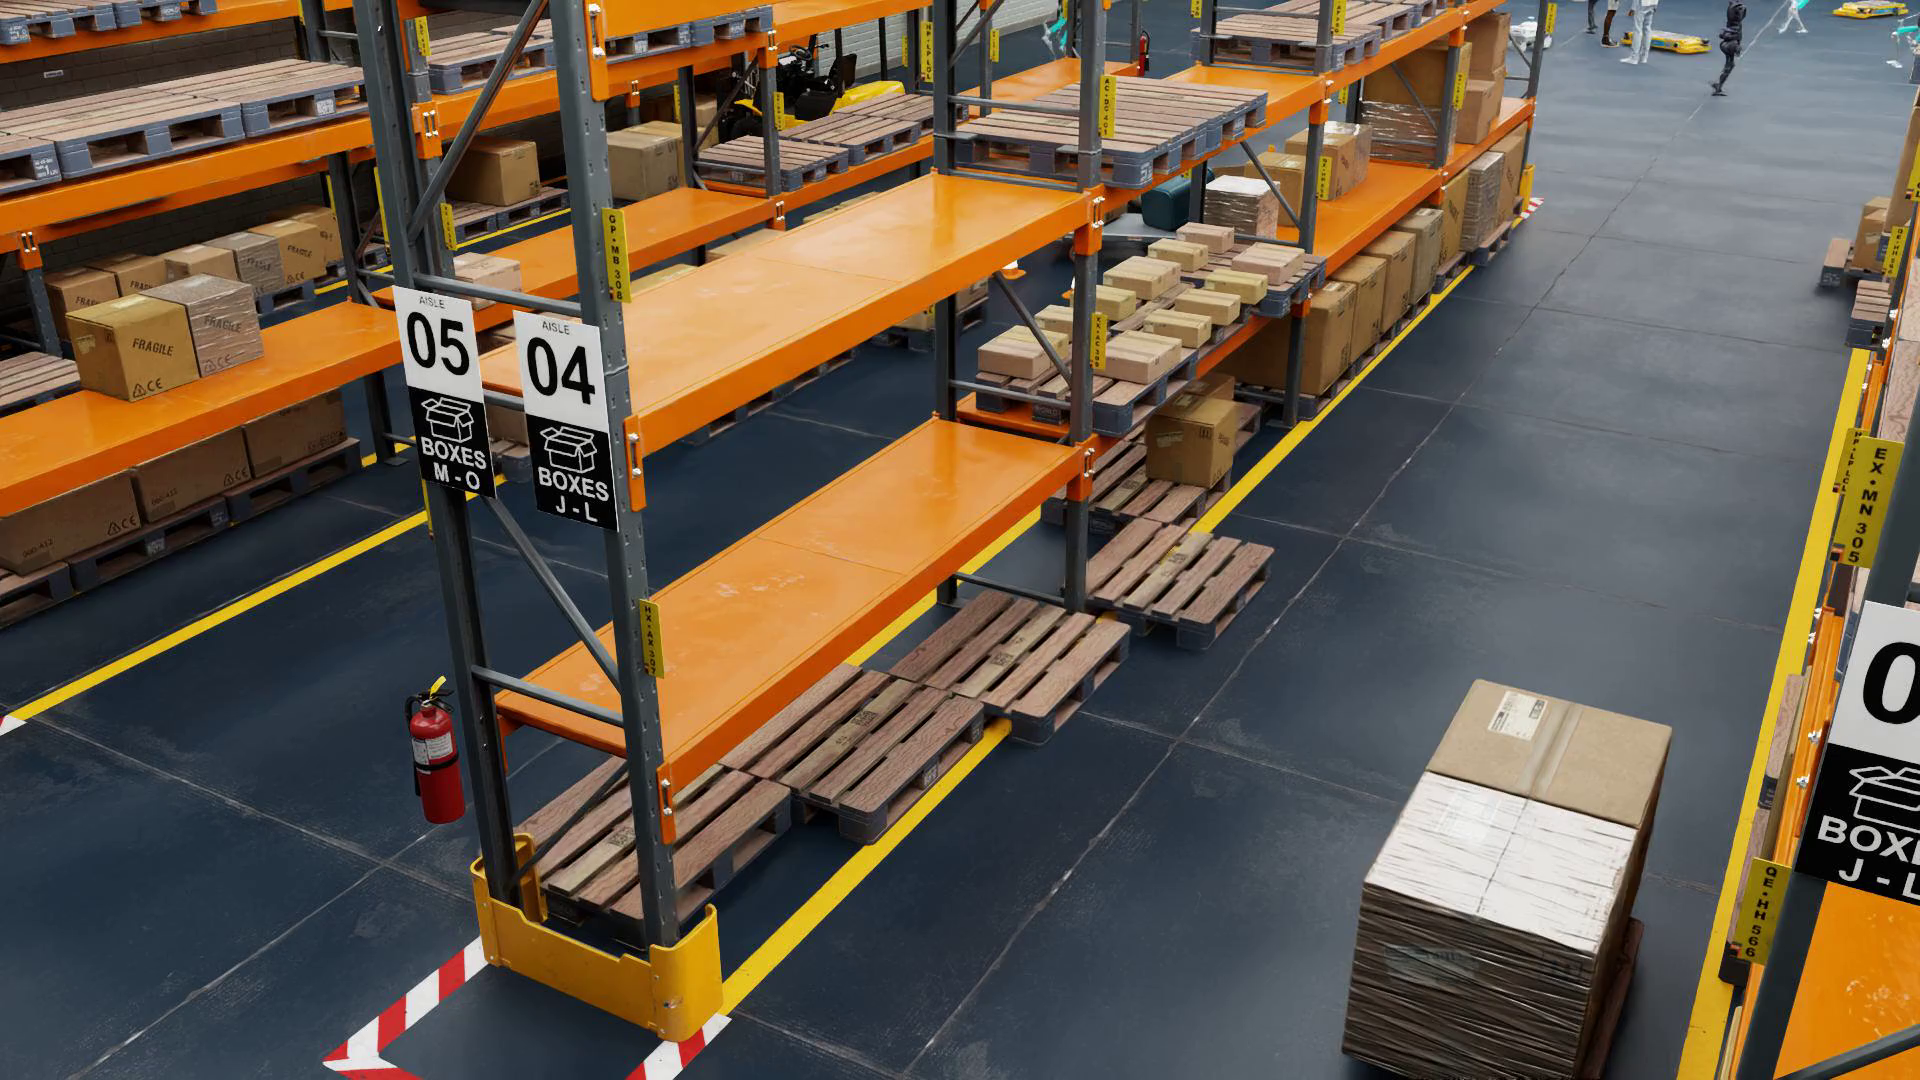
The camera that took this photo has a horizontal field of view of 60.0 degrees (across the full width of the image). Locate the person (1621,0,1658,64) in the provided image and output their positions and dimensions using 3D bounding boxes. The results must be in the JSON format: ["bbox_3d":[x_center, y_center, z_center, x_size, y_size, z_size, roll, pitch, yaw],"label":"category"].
[{"bbox_3d":[11.705,-9.130,28.414,0.595,1.916,0.373,-13,29,-25],"label":"person"}]

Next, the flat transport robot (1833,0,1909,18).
[{"bbox_3d":[18.457,-10.746,33.670,1.431,0.231,0.659,-13,28,-24],"label":"flat transport robot"}]

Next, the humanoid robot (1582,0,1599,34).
[{"bbox_3d":[11.972,-10.401,31.328,0.601,1.654,0.328,-20,32,-36],"label":"humanoid robot"}]

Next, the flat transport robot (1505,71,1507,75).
[{"bbox_3d":[8.329,-7.885,27.727,1.431,0.231,0.659,2,26,5],"label":"flat transport robot"}]

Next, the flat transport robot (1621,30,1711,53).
[{"bbox_3d":[12.757,-9.013,30.069,0.659,0.231,1.431,-15,29,-28],"label":"flat transport robot"}]

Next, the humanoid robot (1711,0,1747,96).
[{"bbox_3d":[11.989,-7.755,25.825,0.343,1.646,0.595,2,26,4],"label":"humanoid robot"}]

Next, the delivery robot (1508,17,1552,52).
[{"bbox_3d":[10.251,-9.082,29.903,0.805,0.612,0.499,-16,30,-29],"label":"delivery robot"}]

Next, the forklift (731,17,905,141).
[{"bbox_3d":[-1.819,-5.975,21.543,2.313,2.155,1.214,14,29,26],"label":"forklift"}]

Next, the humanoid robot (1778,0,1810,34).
[{"bbox_3d":[15.863,-10.392,31.334,0.837,1.859,0.546,-2,26,-4],"label":"humanoid robot"}]

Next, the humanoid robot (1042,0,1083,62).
[{"bbox_3d":[1.724,-8.715,27.753,0.906,1.768,0.542,-20,32,-36],"label":"humanoid robot"}]

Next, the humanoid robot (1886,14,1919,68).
[{"bbox_3d":[15.951,-8.654,27.670,0.551,1.743,1.047,-17,30,-31],"label":"humanoid robot"}]

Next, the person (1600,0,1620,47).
[{"bbox_3d":[11.868,-9.932,30.025,0.367,1.966,0.603,10,27,19],"label":"person"}]
